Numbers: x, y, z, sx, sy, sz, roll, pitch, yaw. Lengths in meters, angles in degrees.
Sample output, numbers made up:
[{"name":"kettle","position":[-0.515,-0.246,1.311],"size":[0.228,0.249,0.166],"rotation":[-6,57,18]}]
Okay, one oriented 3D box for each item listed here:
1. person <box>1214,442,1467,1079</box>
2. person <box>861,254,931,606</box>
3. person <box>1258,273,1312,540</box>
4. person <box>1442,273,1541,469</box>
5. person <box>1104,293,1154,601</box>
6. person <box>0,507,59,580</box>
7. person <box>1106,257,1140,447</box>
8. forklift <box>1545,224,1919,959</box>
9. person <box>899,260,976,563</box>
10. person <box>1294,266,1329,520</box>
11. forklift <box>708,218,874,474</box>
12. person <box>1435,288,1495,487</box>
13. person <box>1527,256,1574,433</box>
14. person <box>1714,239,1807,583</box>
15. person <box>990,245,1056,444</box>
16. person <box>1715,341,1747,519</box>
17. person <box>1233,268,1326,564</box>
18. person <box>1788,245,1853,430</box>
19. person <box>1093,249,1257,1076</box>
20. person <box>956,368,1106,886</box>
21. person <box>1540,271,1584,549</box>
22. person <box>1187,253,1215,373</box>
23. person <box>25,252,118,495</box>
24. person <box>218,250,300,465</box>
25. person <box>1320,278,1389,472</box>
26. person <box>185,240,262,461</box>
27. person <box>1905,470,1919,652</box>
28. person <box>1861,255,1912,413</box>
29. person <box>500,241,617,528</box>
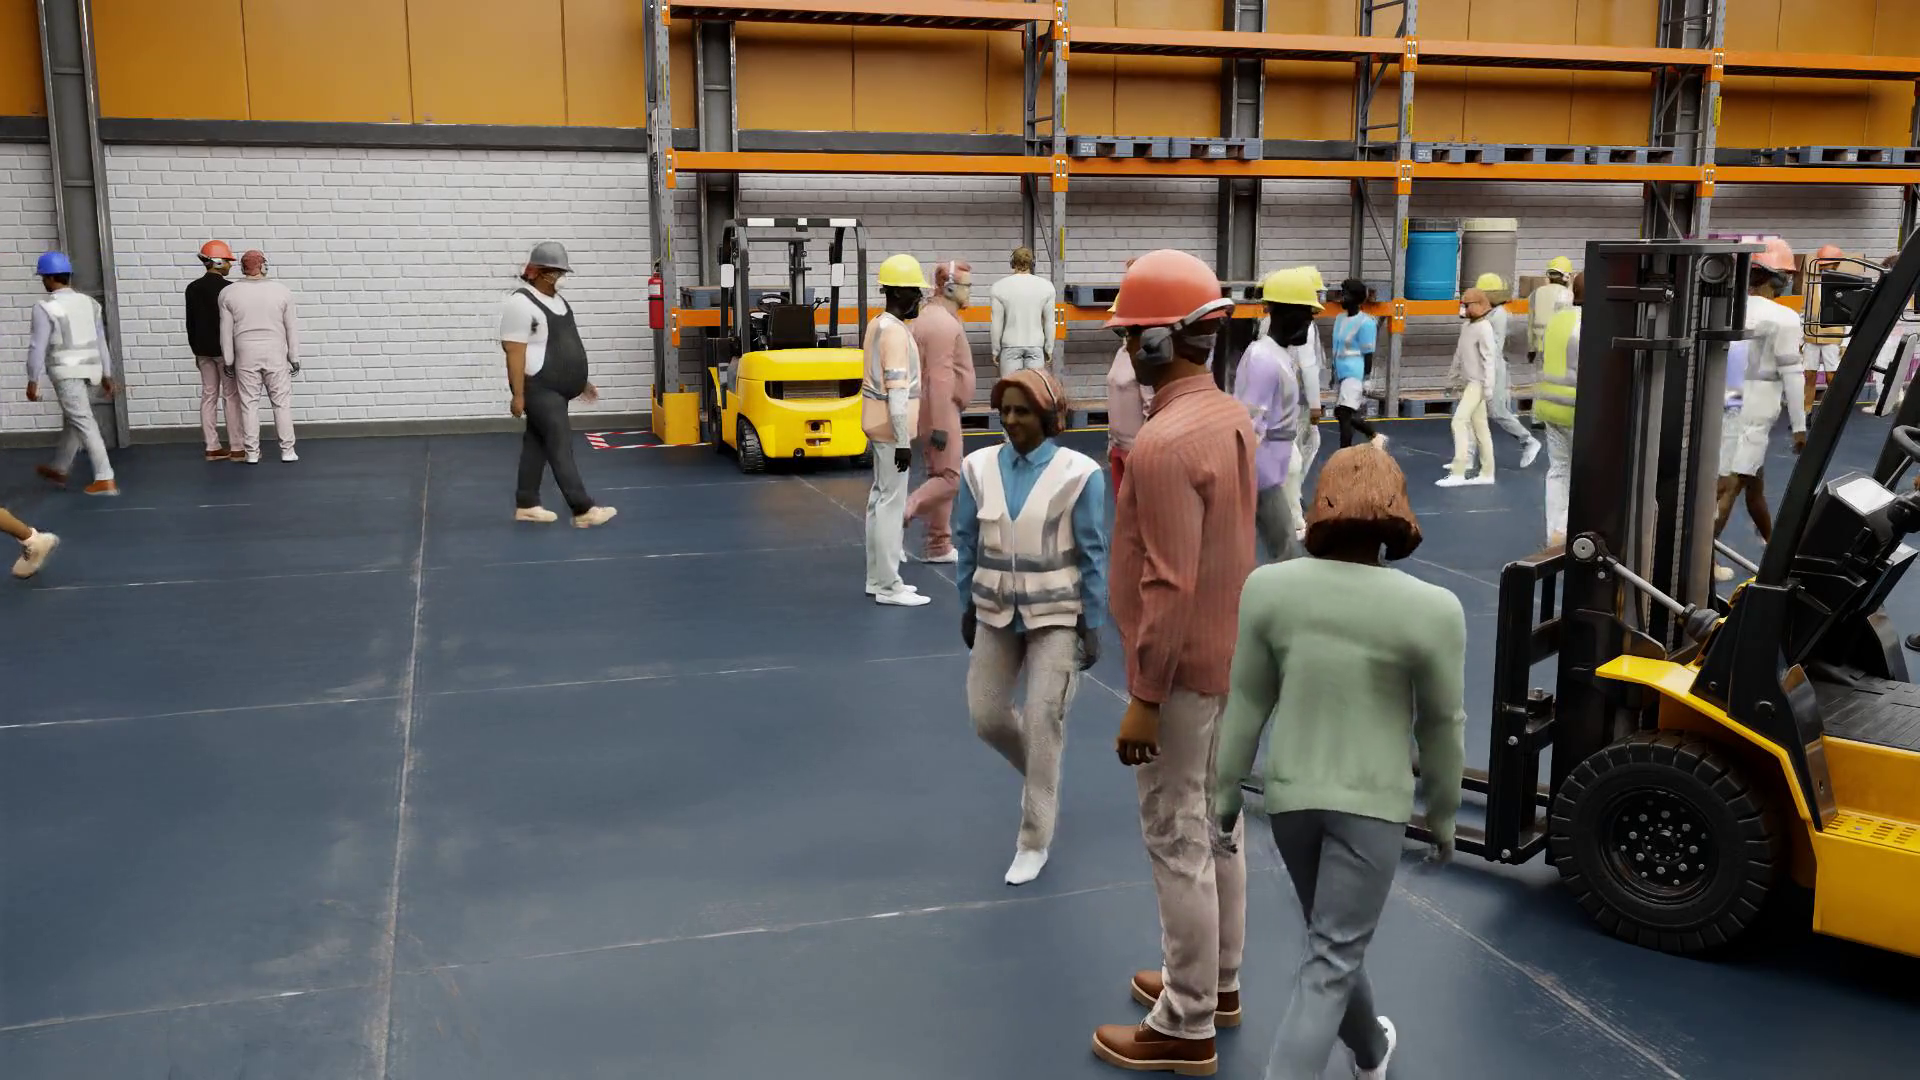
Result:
[{"name":"person","position":[0.823,0.579,3.642],"size":[0.514,1.579,0.853],"rotation":[8,13,37]},{"name":"person","position":[-0.350,-0.604,9.193],"size":[0.388,1.926,0.590],"rotation":[-2,11,-11]},{"name":"person","position":[1.998,-0.862,10.951],"size":[0.917,1.818,0.536],"rotation":[-1,10,-4]},{"name":"person","position":[4.668,-1.458,14.446],"size":[0.766,1.720,0.486],"rotation":[-1,10,-6]},{"name":"person","position":[0.927,-0.495,9.034],"size":[0.306,1.772,0.525],"rotation":[-3,11,-17]},{"name":"person","position":[-5.453,-0.602,9.069],"size":[0.622,1.990,0.915],"rotation":[4,11,19]},{"name":"person","position":[1.763,-1.724,15.596],"size":[0.598,1.846,0.942],"rotation":[-8,13,-37]},{"name":"forklift","position":[2.909,0.117,4.508],"size":[2.313,2.155,1.214],"rotation":[9,14,40]},{"name":"person","position":[-0.193,-0.752,10.122],"size":[0.583,1.889,0.662],"rotation":[-1,10,-8]},{"name":"person","position":[2.442,-1.028,11.814],"size":[0.512,1.816,0.625],"rotation":[-1,10,-4]},{"name":"forklift","position":[-1.522,-1.778,14.899],"size":[1.214,2.155,2.313],"rotation":[-3,11,-17]},{"name":"person","position":[4.093,-1.228,13.496],"size":[0.662,1.612,0.520],"rotation":[0,10,2]},{"name":"person","position":[6.083,-1.971,16.991],"size":[0.426,1.827,0.610],"rotation":[-5,12,-27]},{"name":"person","position":[4.725,-0.741,9.734],"size":[1.023,1.996,0.640],"rotation":[-3,11,-15]},{"name":"person","position":[0.591,-1.799,15.712],"size":[0.635,1.939,0.367],"rotation":[-1,10,-6]},{"name":"person","position":[3.512,-0.415,8.208],"size":[0.842,1.902,0.580],"rotation":[-9,14,-40]},{"name":"person","position":[1.326,-0.322,7.779],"size":[0.872,1.890,0.586],"rotation":[1,10,6]},{"name":"person","position":[8.944,-2.077,17.246],"size":[0.363,1.934,0.553],"rotation":[-7,12,-33]},{"name":"person","position":[0.520,0.301,4.057],"size":[0.399,1.989,0.622],"rotation":[5,11,24]},{"name":"person","position":[0.243,0.251,5.357],"size":[0.521,1.625,0.553],"rotation":[5,11,26]},{"name":"person","position":[3.824,-0.755,10.293],"size":[0.437,1.827,0.641],"rotation":[-2,11,-11]},{"name":"person","position":[1.911,-1.511,14.300],"size":[0.641,1.896,0.987],"rotation":[4,11,23]},{"name":"person","position":[-7.066,-1.301,13.093],"size":[0.994,1.890,0.634],"rotation":[3,11,15]},{"name":"person","position":[-6.244,-1.626,14.857],"size":[0.655,1.904,0.407],"rotation":[-4,11,-22]},{"name":"person","position":[3.431,-1.418,14.329],"size":[0.630,1.679,0.539],"rotation":[-3,11,-15]},{"name":"person","position":[-6.689,-1.704,15.049],"size":[0.612,1.991,0.391],"rotation":[4,11,20]},{"name":"person","position":[4.870,-0.388,7.971],"size":[0.545,1.942,0.352],"rotation":[1,10,4]},{"name":"person","position":[10.732,-2.373,19.232],"size":[0.433,1.814,0.690],"rotation":[9,14,42]},{"name":"person","position":[-2.788,-1.109,11.650],"size":[0.942,2.000,0.686],"rotation":[2,10,9]}]
